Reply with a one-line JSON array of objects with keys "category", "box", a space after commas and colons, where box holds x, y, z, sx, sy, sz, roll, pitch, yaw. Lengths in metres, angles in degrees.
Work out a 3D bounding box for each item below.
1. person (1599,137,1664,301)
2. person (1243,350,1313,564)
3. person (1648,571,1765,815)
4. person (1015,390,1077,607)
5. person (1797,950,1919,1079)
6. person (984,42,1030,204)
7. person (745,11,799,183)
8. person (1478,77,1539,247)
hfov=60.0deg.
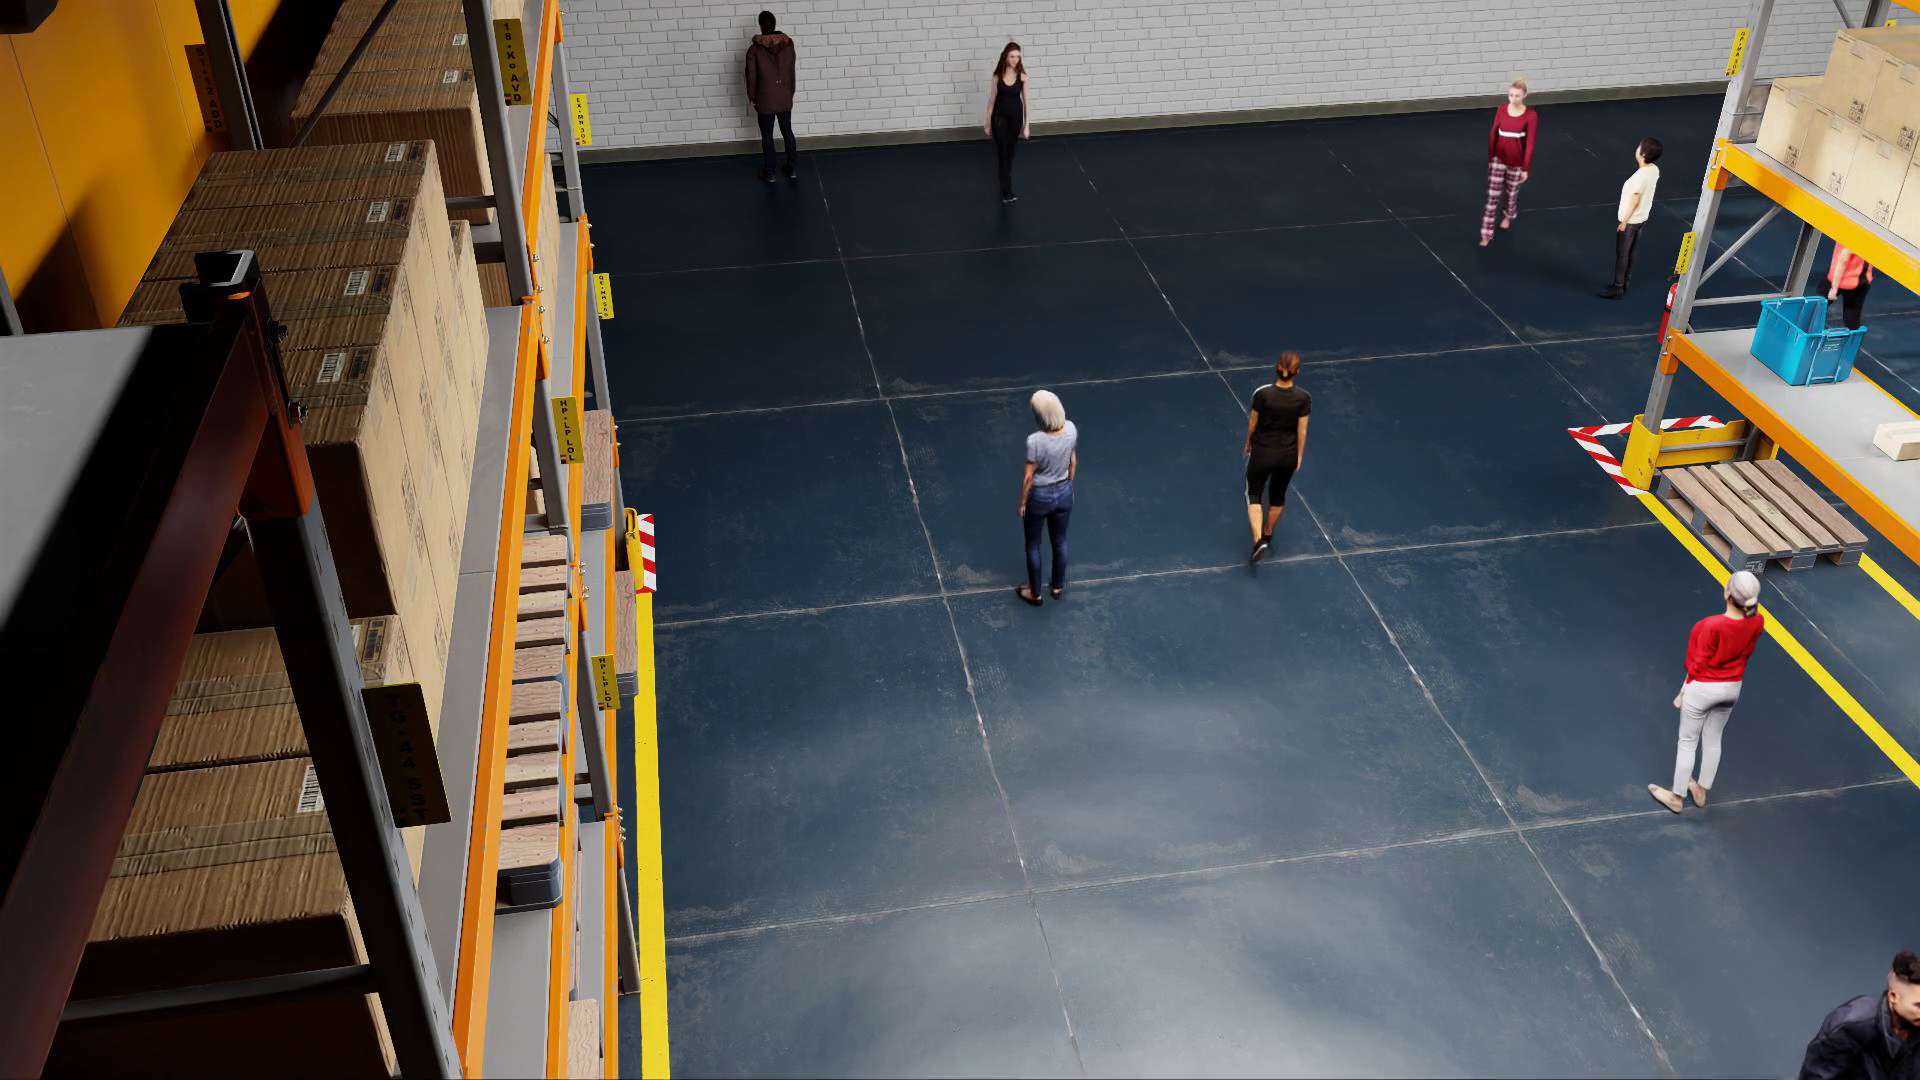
[{"category": "person", "box": [6.402, -3.058, 15.821, 0.682, 1.587, 0.652, 26, 42, 34]}, {"category": "person", "box": [2.266, -0.589, 12.043, 0.731, 1.657, 0.979, 3, 34, 4]}, {"category": "person", "box": [4.418, 0.893, 9.781, 0.562, 1.693, 0.540, -8, 34, -12]}, {"category": "person", "box": [0.607, -0.308, 11.573, 0.657, 1.709, 0.606, -10, 35, -14]}, {"category": "person", "box": [3.907, 2.456, 7.297, 0.780, 1.840, 1.008, -4, 34, -6]}, {"category": "person", "box": [0.498, -4.554, 17.983, 0.606, 1.685, 1.145, -2, 34, -4]}, {"category": "person", "box": [-2.053, -4.892, 18.350, 0.831, 1.841, 0.788, -18, 38, -25]}, {"category": "person", "box": [5.637, -3.877, 16.986, 0.997, 1.661, 1.130, 15, 37, 22]}]
